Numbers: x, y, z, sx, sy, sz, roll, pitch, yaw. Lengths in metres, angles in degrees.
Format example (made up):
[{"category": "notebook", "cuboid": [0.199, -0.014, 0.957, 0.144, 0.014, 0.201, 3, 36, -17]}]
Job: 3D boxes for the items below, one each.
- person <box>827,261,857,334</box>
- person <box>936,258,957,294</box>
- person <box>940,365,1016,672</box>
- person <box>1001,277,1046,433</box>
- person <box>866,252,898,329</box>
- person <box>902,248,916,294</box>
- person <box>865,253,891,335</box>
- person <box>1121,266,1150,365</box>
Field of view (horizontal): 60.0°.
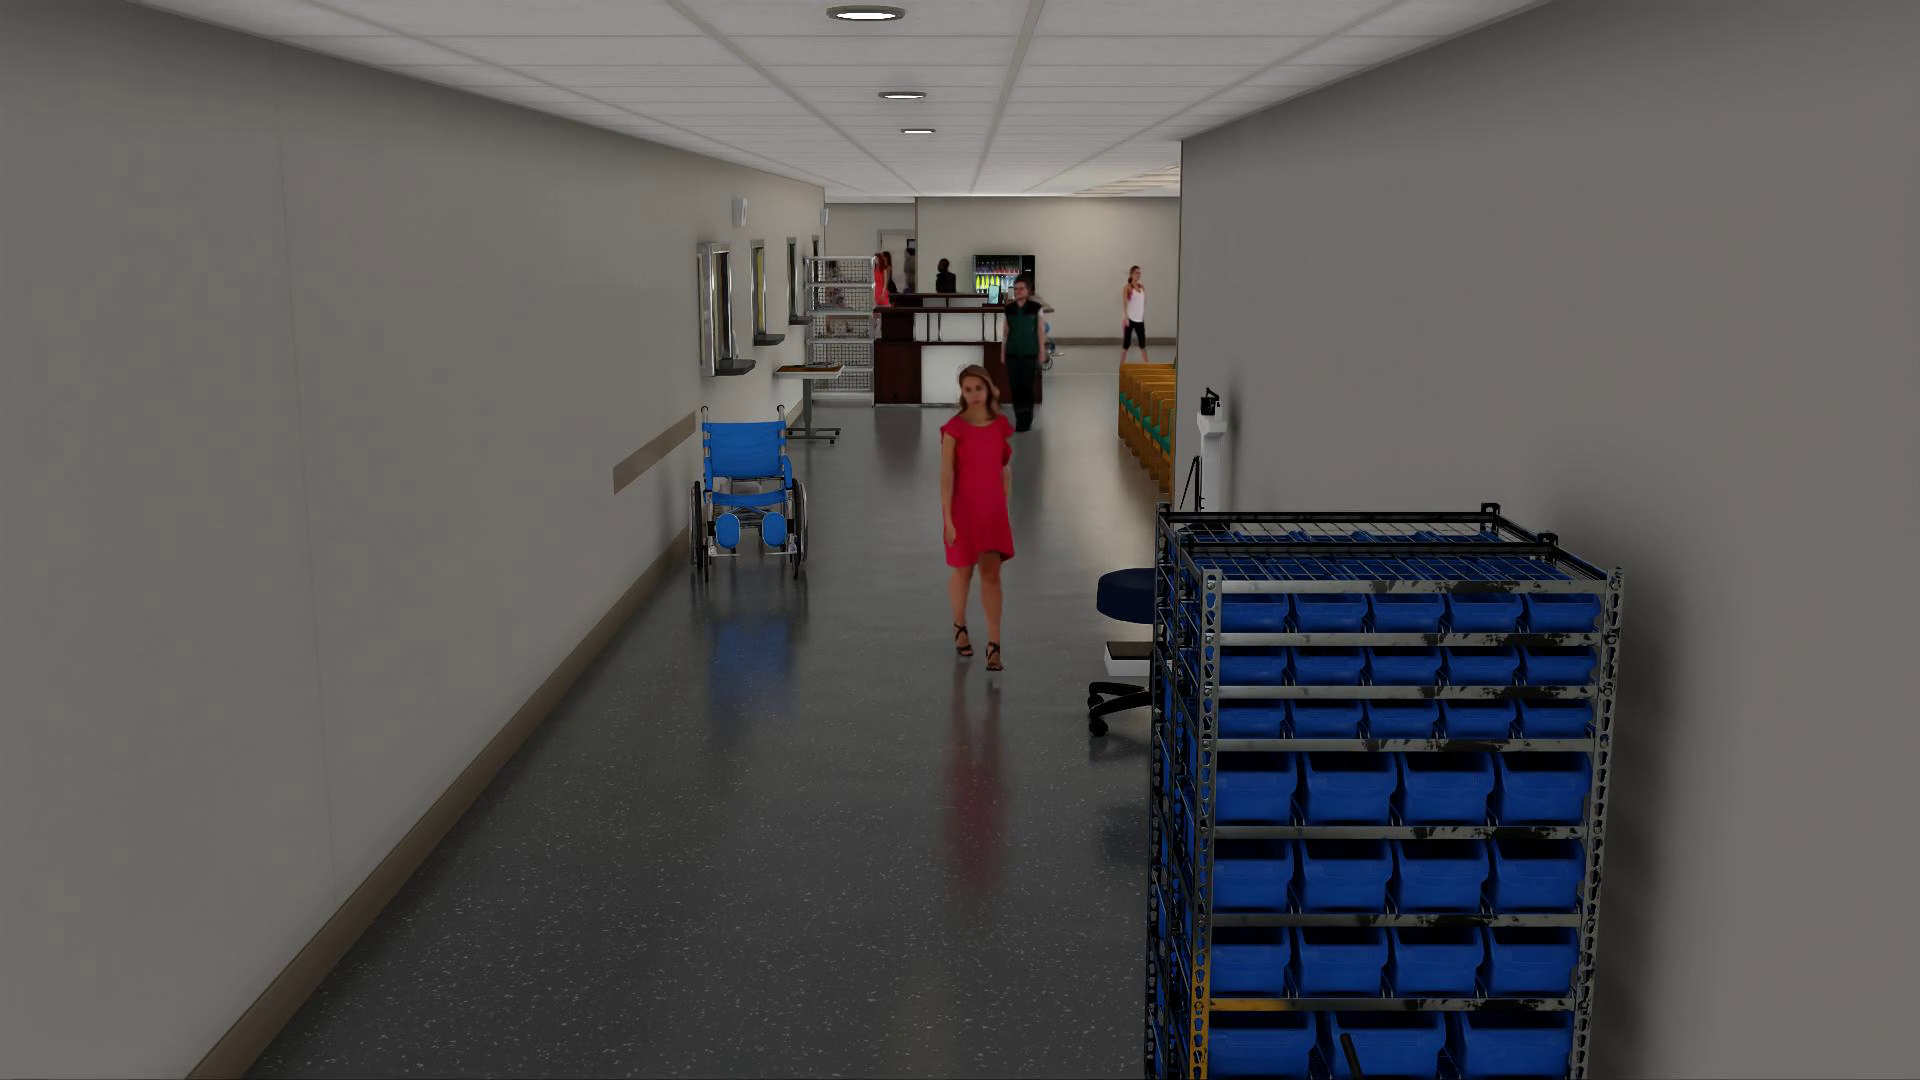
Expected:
[{"category": "person", "cuboid": [-2.795, -5.406, 37.026, 1.175, 1.683, 1.085, 10, 14, 42]}, {"category": "person", "cuboid": [-0.154, -4.328, 31.040, 1.163, 1.797, 0.936, 4, 11, 19]}, {"category": "person", "cuboid": [0.074, -0.134, 9.243, 0.946, 1.683, 0.797, -4, 11, -20]}, {"category": "person", "cuboid": [0.759, -2.173, 19.595, 0.708, 1.831, 0.808, 3, 11, 17]}, {"category": "person", "cuboid": [-1.519, -5.592, 37.694, 1.134, 1.799, 0.842, -4, 12, -22]}, {"category": "person", "cuboid": [-1.183, -6.474, 42.200, 0.767, 1.851, 0.798, 4, 11, 19]}, {"category": "person", "cuboid": [-1.660, -5.359, 36.563, 1.162, 1.763, 1.119, 8, 13, 37]}, {"category": "person", "cuboid": [2.749, -3.525, 26.958, 1.158, 1.742, 1.078, -6, 12, -31]}]
